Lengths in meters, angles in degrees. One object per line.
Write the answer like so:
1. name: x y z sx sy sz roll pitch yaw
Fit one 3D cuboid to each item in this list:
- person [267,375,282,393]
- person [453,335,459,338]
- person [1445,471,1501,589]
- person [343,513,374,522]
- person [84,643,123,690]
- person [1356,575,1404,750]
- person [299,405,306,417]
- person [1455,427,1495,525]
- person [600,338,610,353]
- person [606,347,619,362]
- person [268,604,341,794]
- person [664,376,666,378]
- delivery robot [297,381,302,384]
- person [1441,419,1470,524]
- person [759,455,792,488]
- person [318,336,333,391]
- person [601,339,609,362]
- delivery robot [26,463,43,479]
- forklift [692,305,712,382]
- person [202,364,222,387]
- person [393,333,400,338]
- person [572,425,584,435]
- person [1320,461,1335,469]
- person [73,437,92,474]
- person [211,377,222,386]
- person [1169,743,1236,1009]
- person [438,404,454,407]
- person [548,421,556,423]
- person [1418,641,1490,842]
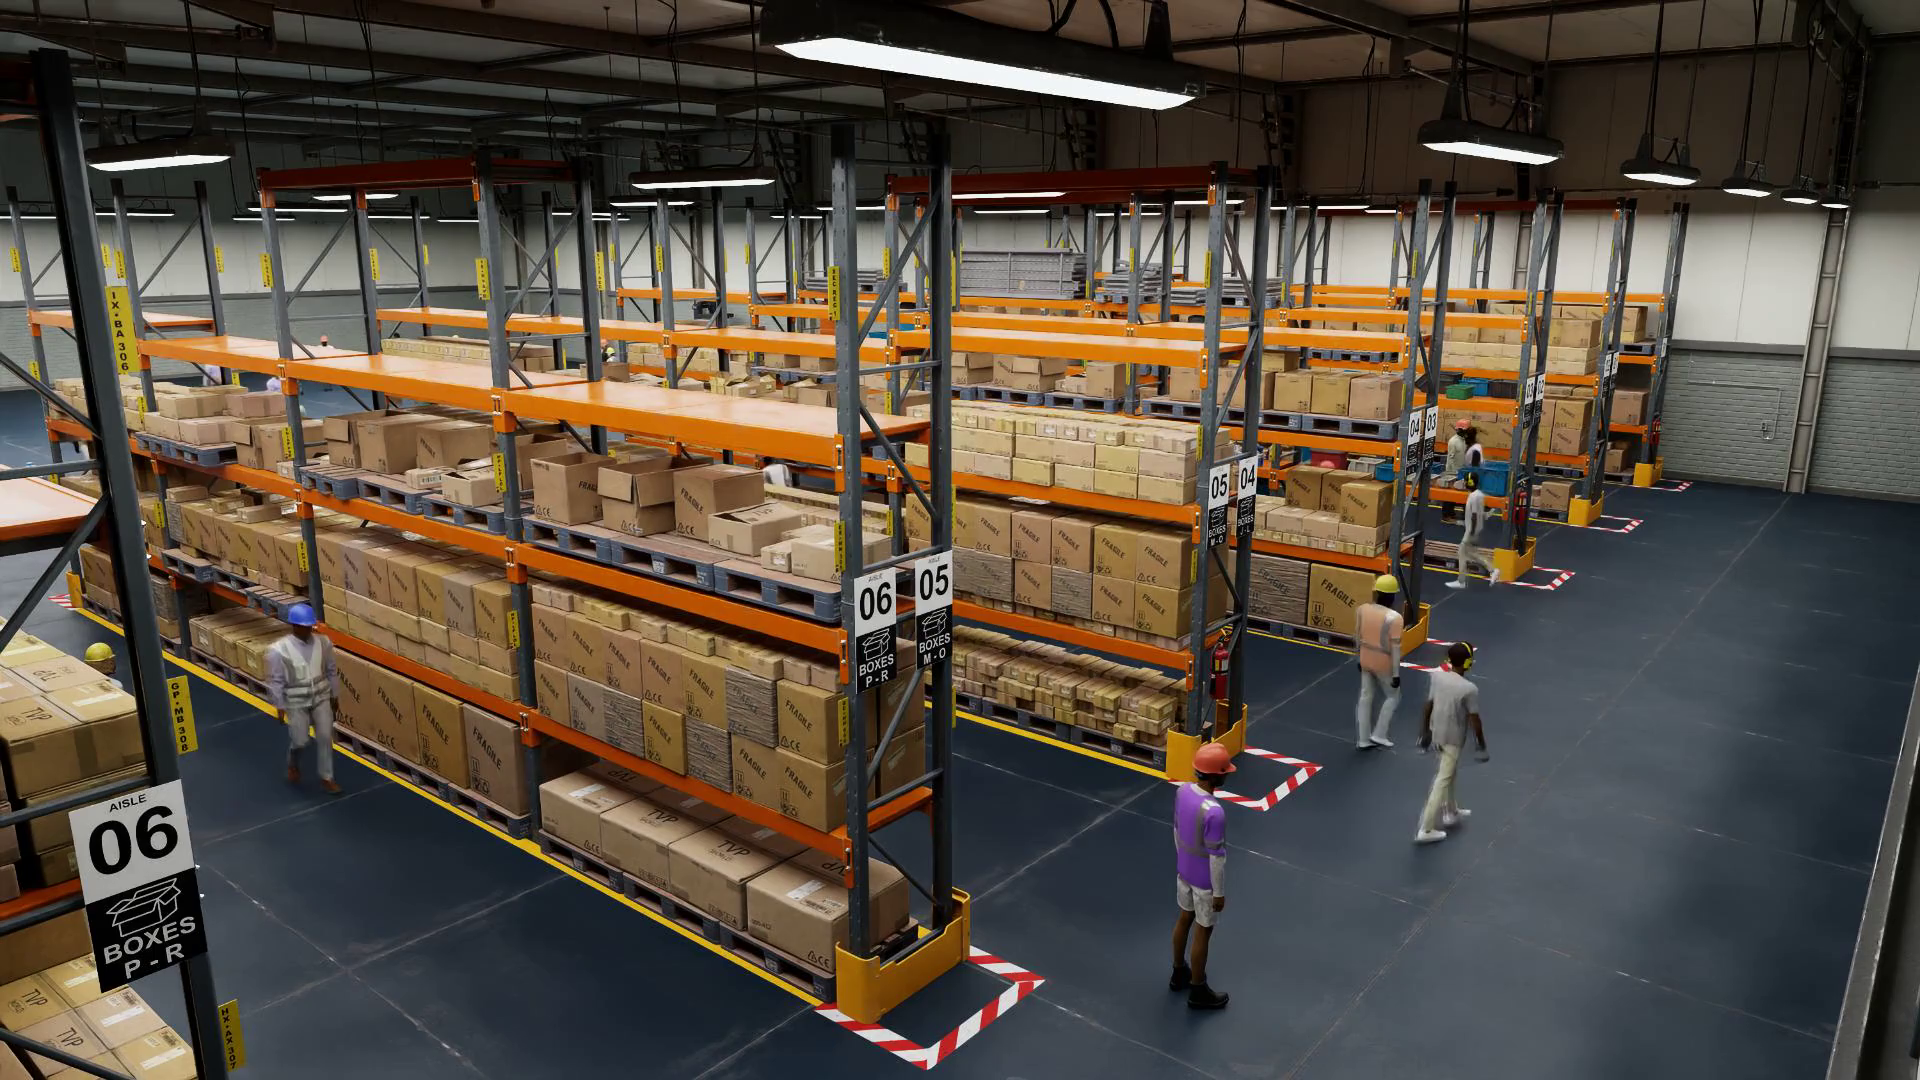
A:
1. person: -18.209 -3.662 33.769 1.060 1.875 0.638 7 15 25
2. person: -18.434 -6.624 46.198 0.525 1.769 0.315 2 14 10
3. person: 7.991 -0.142 19.416 0.679 1.832 0.527 9 16 31
4. person: -11.415 -1.275 23.922 0.759 1.902 0.588 3 14 12
5. person: -7.855 1.792 11.650 0.483 1.737 0.320 3 14 12
6. person: 4.462 1.291 13.322 0.500 1.912 0.611 -9 16 -32
7. person: -15.353 -2.486 29.063 0.628 1.829 0.453 -3 14 -11
8. person: 9.713 -1.195 23.633 0.672 1.887 0.616 3 14 12
9. person: -14.349 -7.669 50.749 0.515 1.645 0.308 -5 14 -18
10. person: -11.175 -5.261 40.451 0.403 1.833 0.590 3 14 10
11. person: -6.385 1.538 12.281 0.557 1.926 0.623 11 17 38
12. person: -8.969 -4.792 38.446 0.788 1.877 0.645 9 16 33
13. delivery robot: -22.815 -5.437 43.192 0.335 0.223 0.698 -4 14 -17
14. person: 9.421 -1.314 23.885 0.392 1.990 0.612 13 19 43
15. person: -3.121 -0.639 21.320 0.621 1.889 0.529 -11 17 -37
16. person: -22.108 -6.141 43.929 0.574 1.896 0.930 -5 15 -21
17. person: -11.729 -5.658 41.757 0.409 1.988 0.645 2 14 7
18. delivery robot: -20.112 -1.434 27.267 0.477 0.478 0.707 -11 17 -38
19. forklift: -9.511 -7.392 47.124 1.873 2.768 1.129 11 17 38
20. person: -22.689 -4.756 38.285 0.809 1.862 0.685 3 14 11
21. person: -21.554 -7.107 48.332 0.562 1.695 0.347 0 14 0
22. person: -9.645 -3.158 31.719 0.673 1.889 1.017 4 14 16
23. person: 5.662 -0.252 19.548 0.615 1.968 0.603 -6 15 -22
24. person: -19.021 -2.110 27.552 0.600 1.804 0.650 13 19 43
25. person: -20.141 -3.628 34.216 0.829 1.588 0.530 6 15 24
26. person: 1.734 2.349 8.929 0.373 1.934 0.551 -5 14 -19
27. person: -13.836 -3.733 34.012 0.811 1.913 0.634 9 16 34
28. person: -10.479 -3.330 32.232 0.612 1.962 0.363 -4 14 -17
29. person: 4.517 1.811 11.370 0.873 1.834 0.541 -5 15 -21
